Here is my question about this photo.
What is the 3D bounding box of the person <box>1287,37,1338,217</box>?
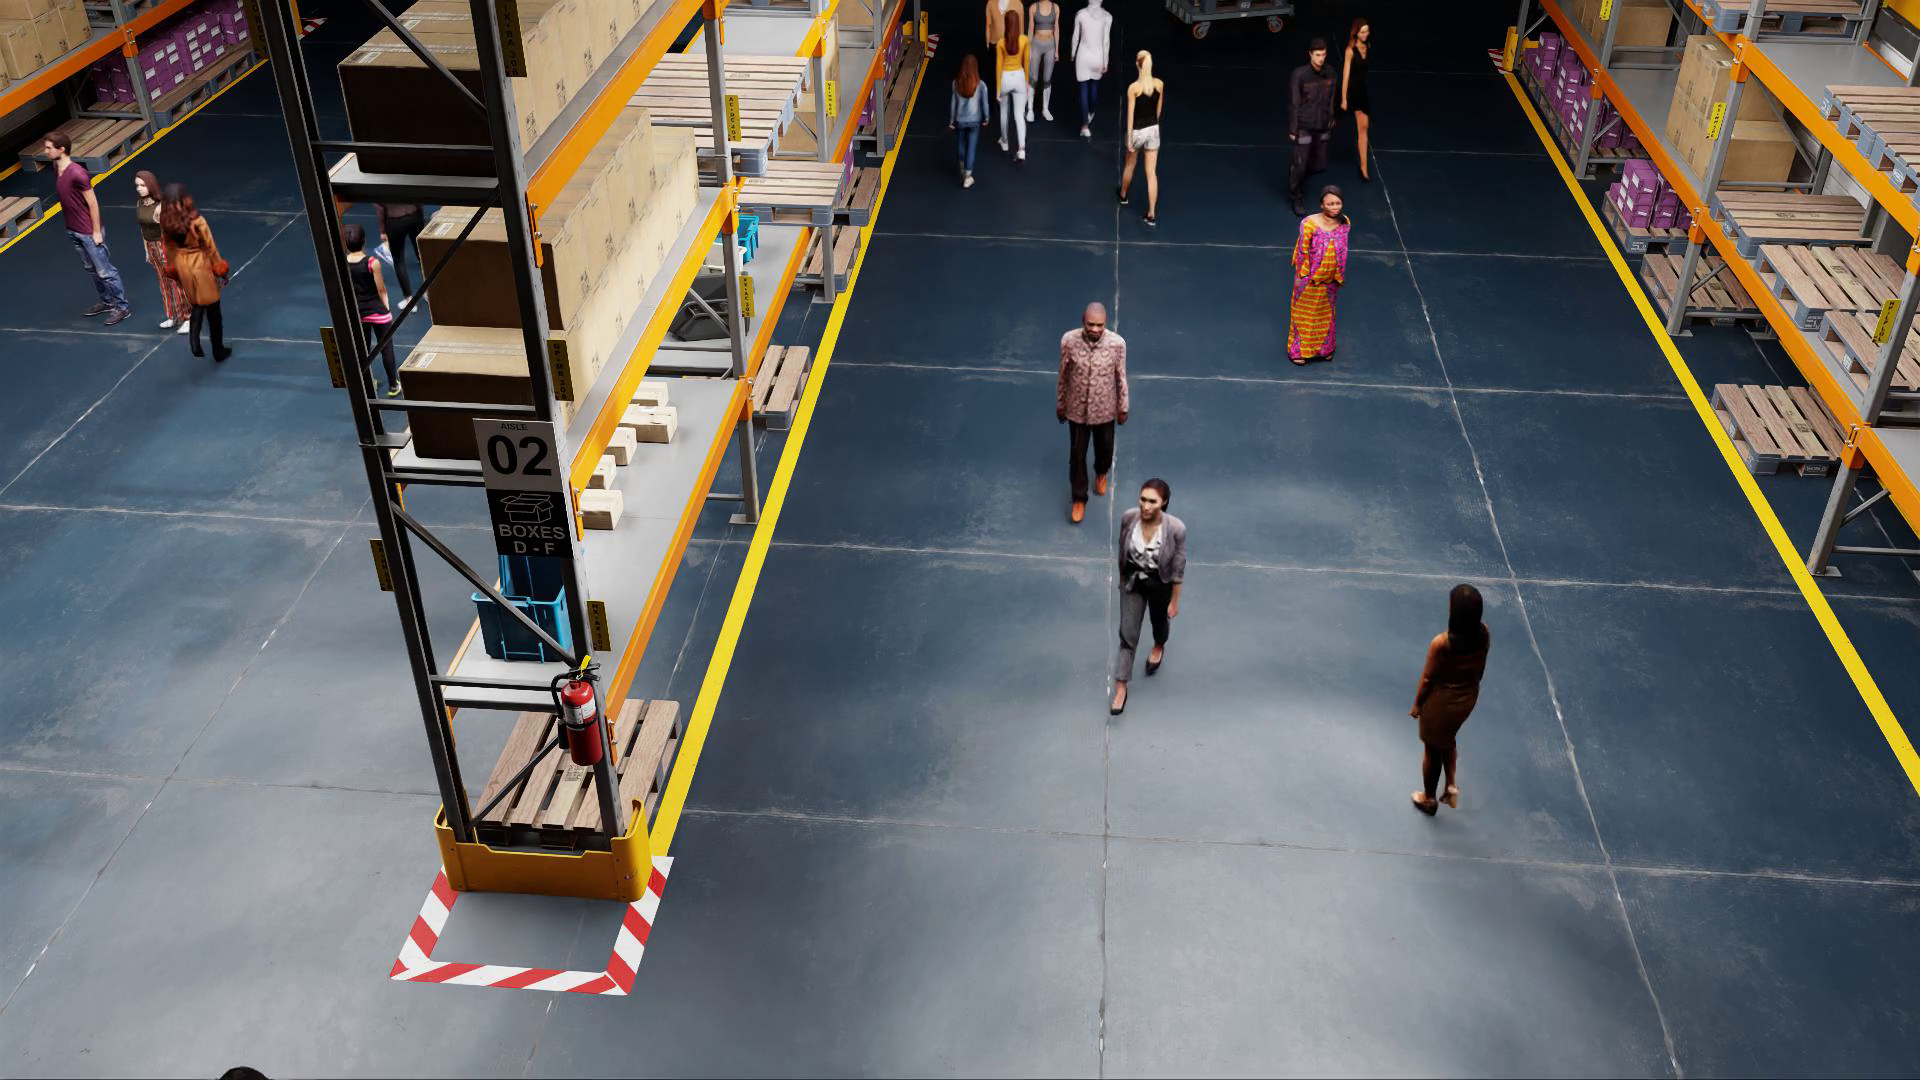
[{"bbox_3d":[3.708,-4.482,17.859,0.875,1.928,0.931,-12,35,-17],"label":"person"}]

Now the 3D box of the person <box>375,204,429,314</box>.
[{"bbox_3d":[-5.288,-2.997,15.837,0.765,1.694,0.680,27,42,34],"label":"person"}]

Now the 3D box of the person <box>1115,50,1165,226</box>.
[{"bbox_3d":[1.982,-4.241,17.623,0.884,1.789,1.262,-8,35,-13],"label":"person"}]

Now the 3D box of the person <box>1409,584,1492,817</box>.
[{"bbox_3d":[2.935,1.011,9.817,0.709,1.683,0.758,-15,37,-22],"label":"person"}]

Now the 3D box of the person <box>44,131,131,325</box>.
[{"bbox_3d":[-8.215,-2.951,15.623,0.735,1.854,0.745,24,40,31],"label":"person"}]

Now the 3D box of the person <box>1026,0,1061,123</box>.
[{"bbox_3d":[1.008,-5.988,20.326,0.603,1.705,0.585,-5,34,-8],"label":"person"}]

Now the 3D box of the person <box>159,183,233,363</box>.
[{"bbox_3d":[-6.821,-2.324,14.808,0.709,1.712,0.790,4,34,6],"label":"person"}]

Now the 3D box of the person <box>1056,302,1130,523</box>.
[{"bbox_3d":[1.026,-1.058,12.832,0.747,1.790,0.908,5,34,7],"label":"person"}]

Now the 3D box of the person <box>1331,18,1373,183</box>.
[{"bbox_3d":[4.304,-4.967,18.718,1.108,1.787,1.192,-25,41,-33],"label":"person"}]

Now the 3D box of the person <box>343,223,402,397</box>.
[{"bbox_3d":[-5.154,-2.006,14.480,0.566,1.546,0.539,6,34,9],"label":"person"}]

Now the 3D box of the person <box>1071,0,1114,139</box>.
[{"bbox_3d":[1.542,-5.644,19.784,0.630,1.731,1.151,3,34,4],"label":"person"}]

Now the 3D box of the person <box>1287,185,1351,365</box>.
[{"bbox_3d":[3.253,-2.405,14.953,0.740,1.686,0.767,-9,35,-13],"label":"person"}]

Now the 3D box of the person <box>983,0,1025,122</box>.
[{"bbox_3d":[0.566,-6.042,20.379,0.712,1.736,0.728,8,35,12],"label":"person"}]

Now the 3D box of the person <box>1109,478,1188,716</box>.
[{"bbox_3d":[1.278,0.296,10.949,0.867,1.620,1.173,14,36,20],"label":"person"}]

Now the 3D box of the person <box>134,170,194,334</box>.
[{"bbox_3d":[-7.429,-2.698,15.505,0.630,1.563,0.646,19,38,26],"label":"person"}]

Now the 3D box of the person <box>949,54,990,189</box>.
[{"bbox_3d":[0.075,-4.639,18.515,0.620,1.463,0.692,6,34,10],"label":"person"}]

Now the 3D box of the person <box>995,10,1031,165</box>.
[{"bbox_3d":[0.633,-5.170,19.087,0.814,1.715,1.239,-6,34,-9],"label":"person"}]
